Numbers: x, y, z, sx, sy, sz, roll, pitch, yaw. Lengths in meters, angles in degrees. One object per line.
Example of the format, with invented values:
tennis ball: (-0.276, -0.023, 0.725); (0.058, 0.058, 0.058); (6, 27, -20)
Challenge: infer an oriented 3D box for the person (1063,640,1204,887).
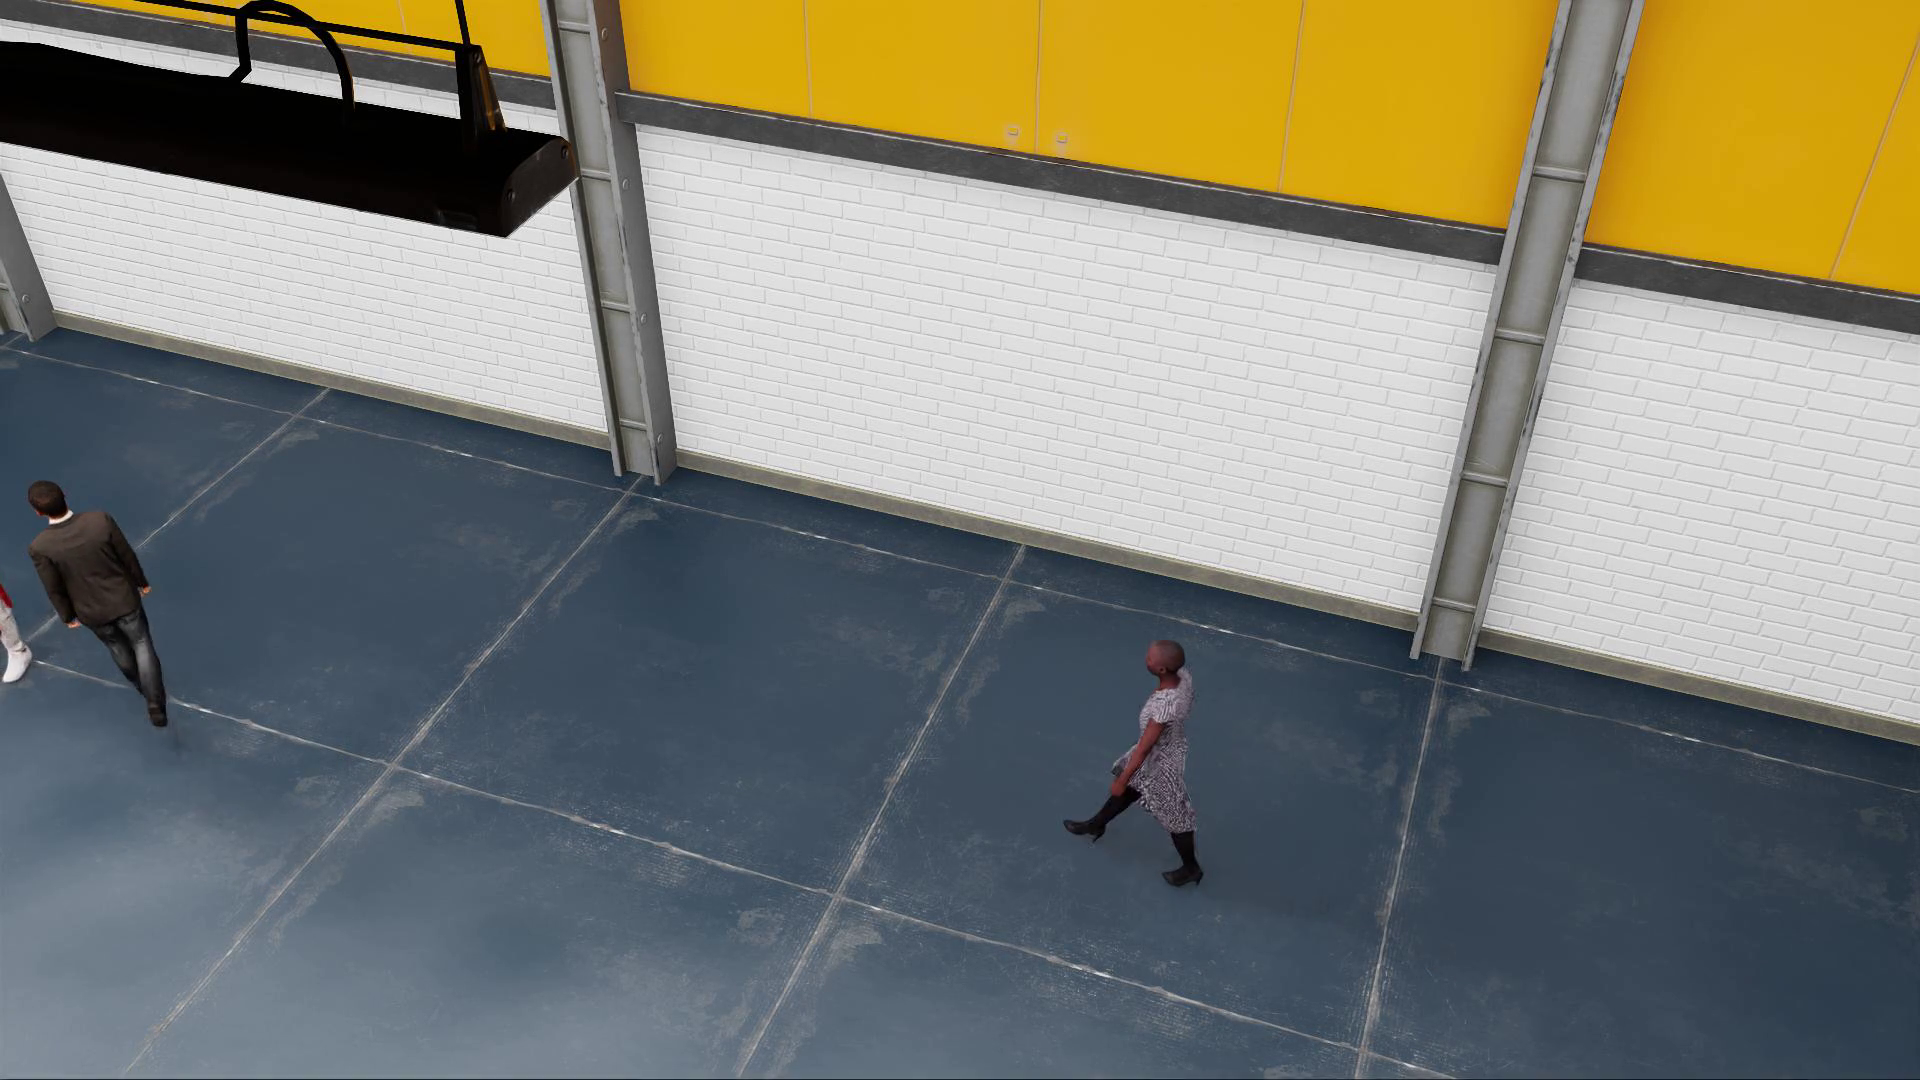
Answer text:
person: (1.188, 1.280, 9.063); (1.081, 1.754, 0.645); (11, 40, 13)

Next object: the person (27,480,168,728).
person: (-5.189, 0.404, 10.141); (1.023, 1.778, 1.128); (-22, 43, -25)
